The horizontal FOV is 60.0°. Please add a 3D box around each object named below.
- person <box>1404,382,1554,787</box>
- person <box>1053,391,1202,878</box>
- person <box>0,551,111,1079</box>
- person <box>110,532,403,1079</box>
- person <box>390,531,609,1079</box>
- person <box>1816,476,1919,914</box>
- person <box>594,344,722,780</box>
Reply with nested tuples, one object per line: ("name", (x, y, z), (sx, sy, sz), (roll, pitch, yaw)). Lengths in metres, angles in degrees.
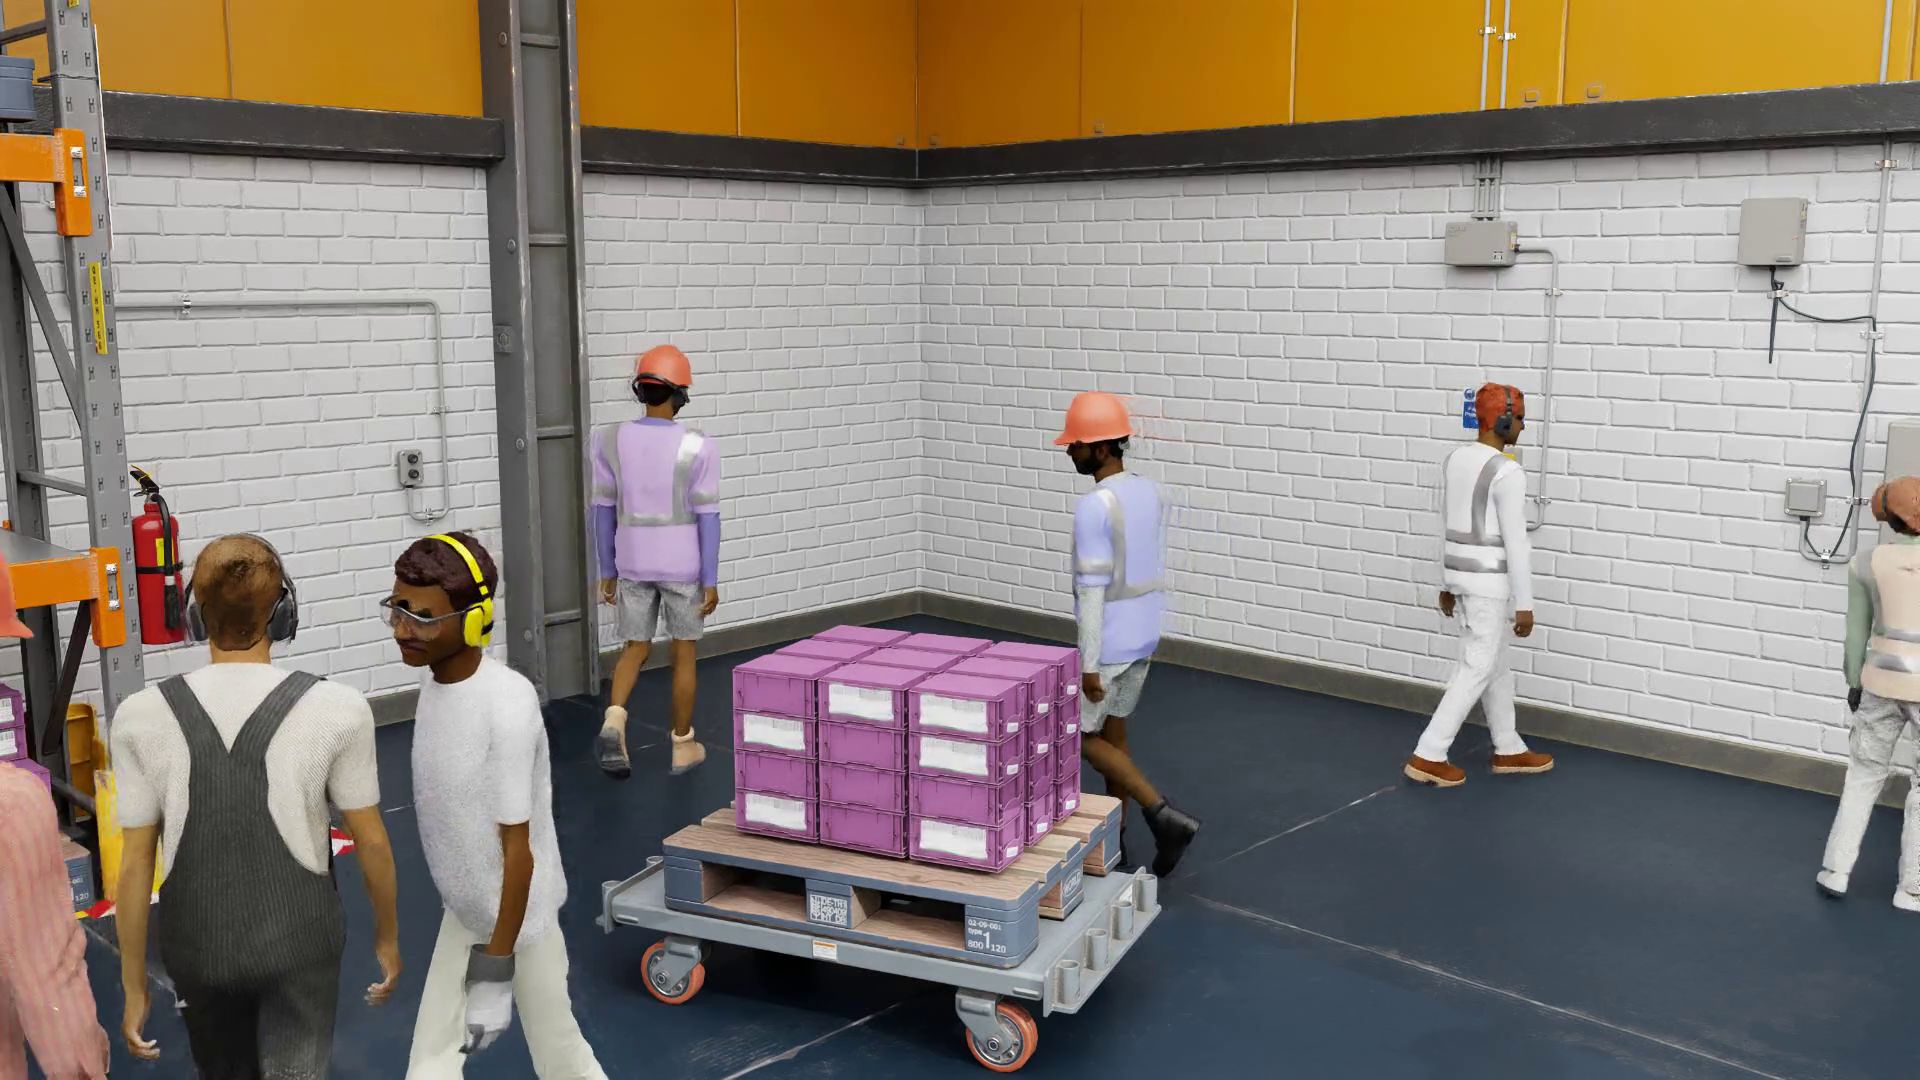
("person", (2.406, 0.210, 7.592), (0.811, 1.860, 0.593), (-2, 9, -11))
("person", (0.646, 0.383, 6.374), (0.622, 1.913, 0.588), (7, 12, 36))
("person", (-1.731, 0.946, 2.769), (0.622, 1.959, 0.456), (3, 10, 16))
("person", (-1.503, 0.877, 3.639), (0.538, 1.804, 0.883), (-2, 9, -11))
("person", (-1.070, 0.866, 3.707), (0.533, 1.810, 0.926), (8, 12, 42))
("person", (3.464, 0.581, 6.078), (0.354, 1.614, 0.587), (-6, 11, -34))
("person", (-1.400, 0.125, 7.601), (0.611, 2.028, 0.719), (2, 9, 12))
